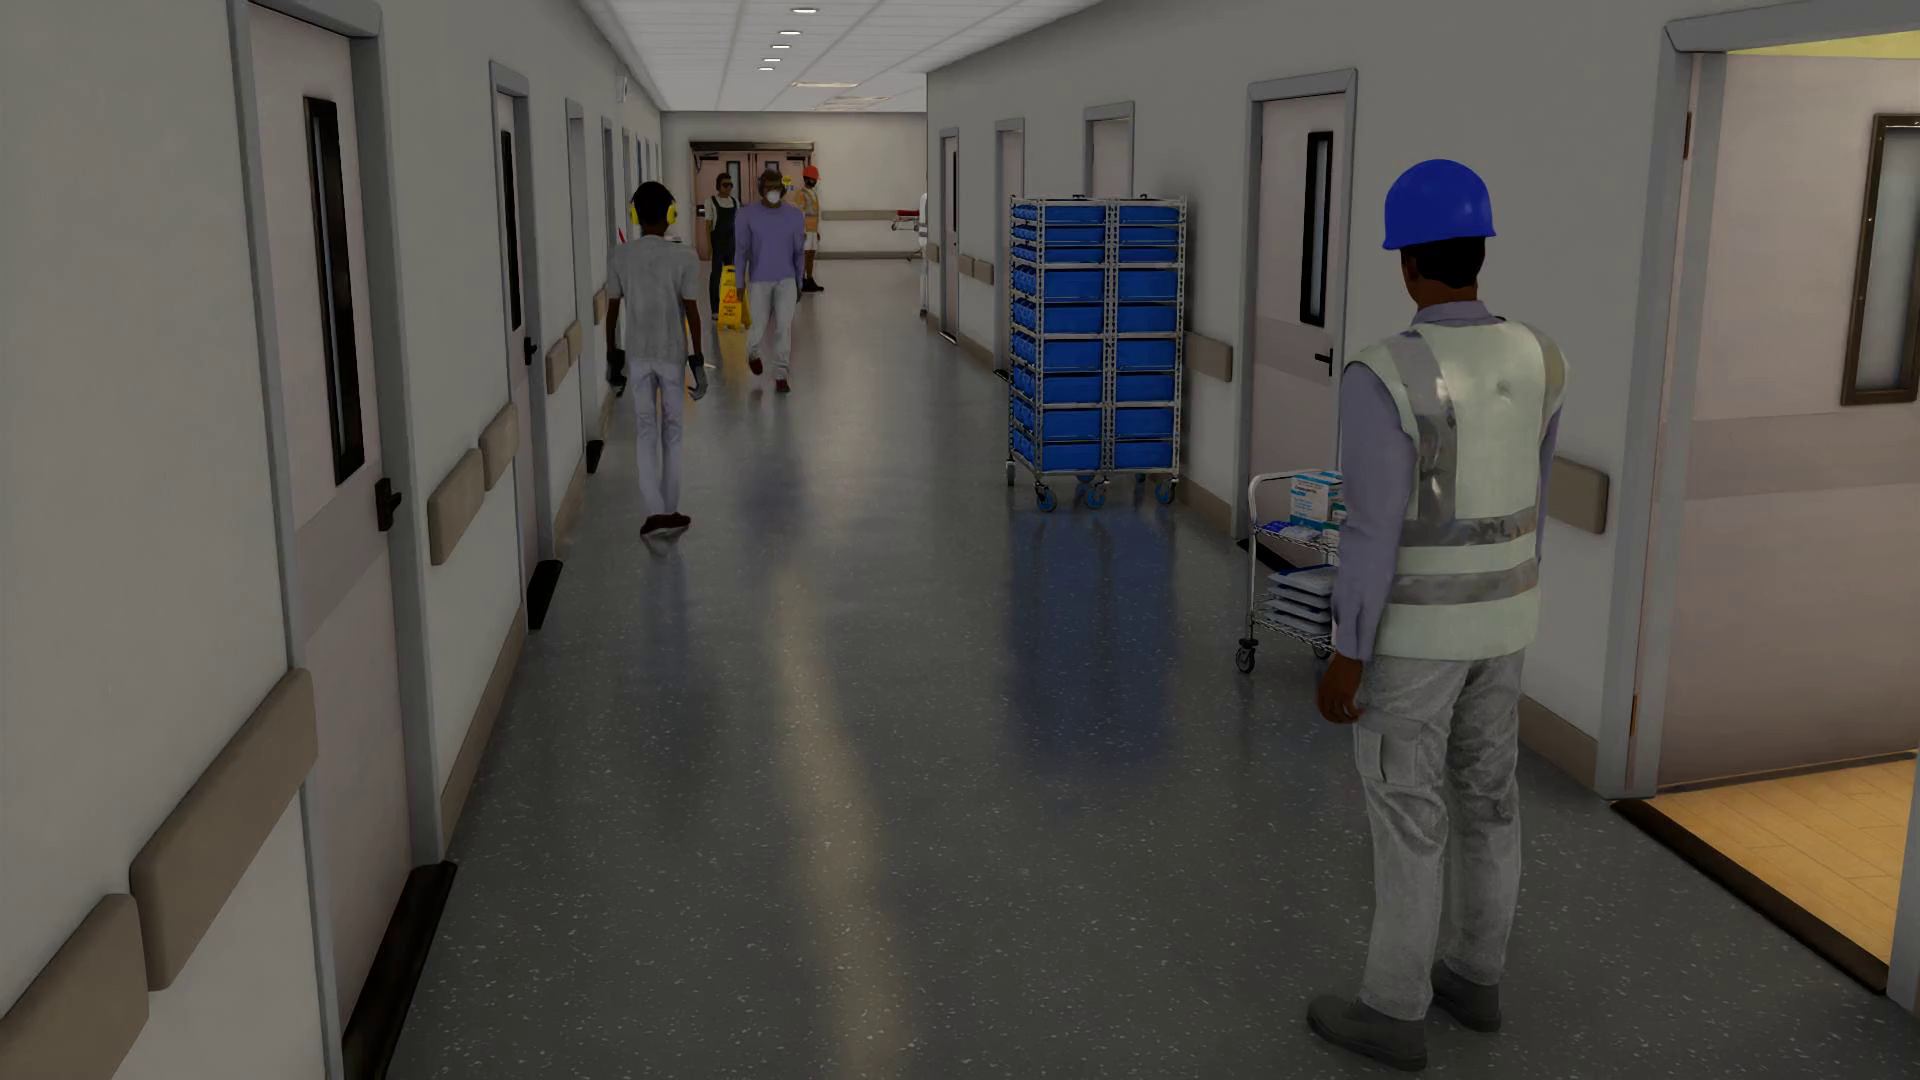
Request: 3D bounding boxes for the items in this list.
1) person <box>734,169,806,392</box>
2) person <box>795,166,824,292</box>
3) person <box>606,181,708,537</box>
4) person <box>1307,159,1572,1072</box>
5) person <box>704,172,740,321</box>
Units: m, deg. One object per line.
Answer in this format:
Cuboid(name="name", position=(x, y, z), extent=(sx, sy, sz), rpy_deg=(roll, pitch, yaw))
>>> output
Cuboid(name="person", position=(-1.665, -2.268, 14.519), extent=(0.634, 1.915, 0.773), rpy_deg=(-4, 13, -18))
Cuboid(name="person", position=(-2.328, -4.833, 25.855), extent=(0.363, 1.933, 0.543), rpy_deg=(5, 14, 20))
Cuboid(name="person", position=(-1.591, -0.933, 8.708), extent=(0.547, 1.858, 0.522), rpy_deg=(1, 13, 4))
Cuboid(name="person", position=(1.010, 0.179, 3.572), extent=(0.605, 1.944, 0.402), rpy_deg=(-8, 15, -32))
Cuboid(name="person", position=(-2.979, -3.709, 21.054), extent=(0.504, 1.847, 0.345), rpy_deg=(-10, 16, -39))
